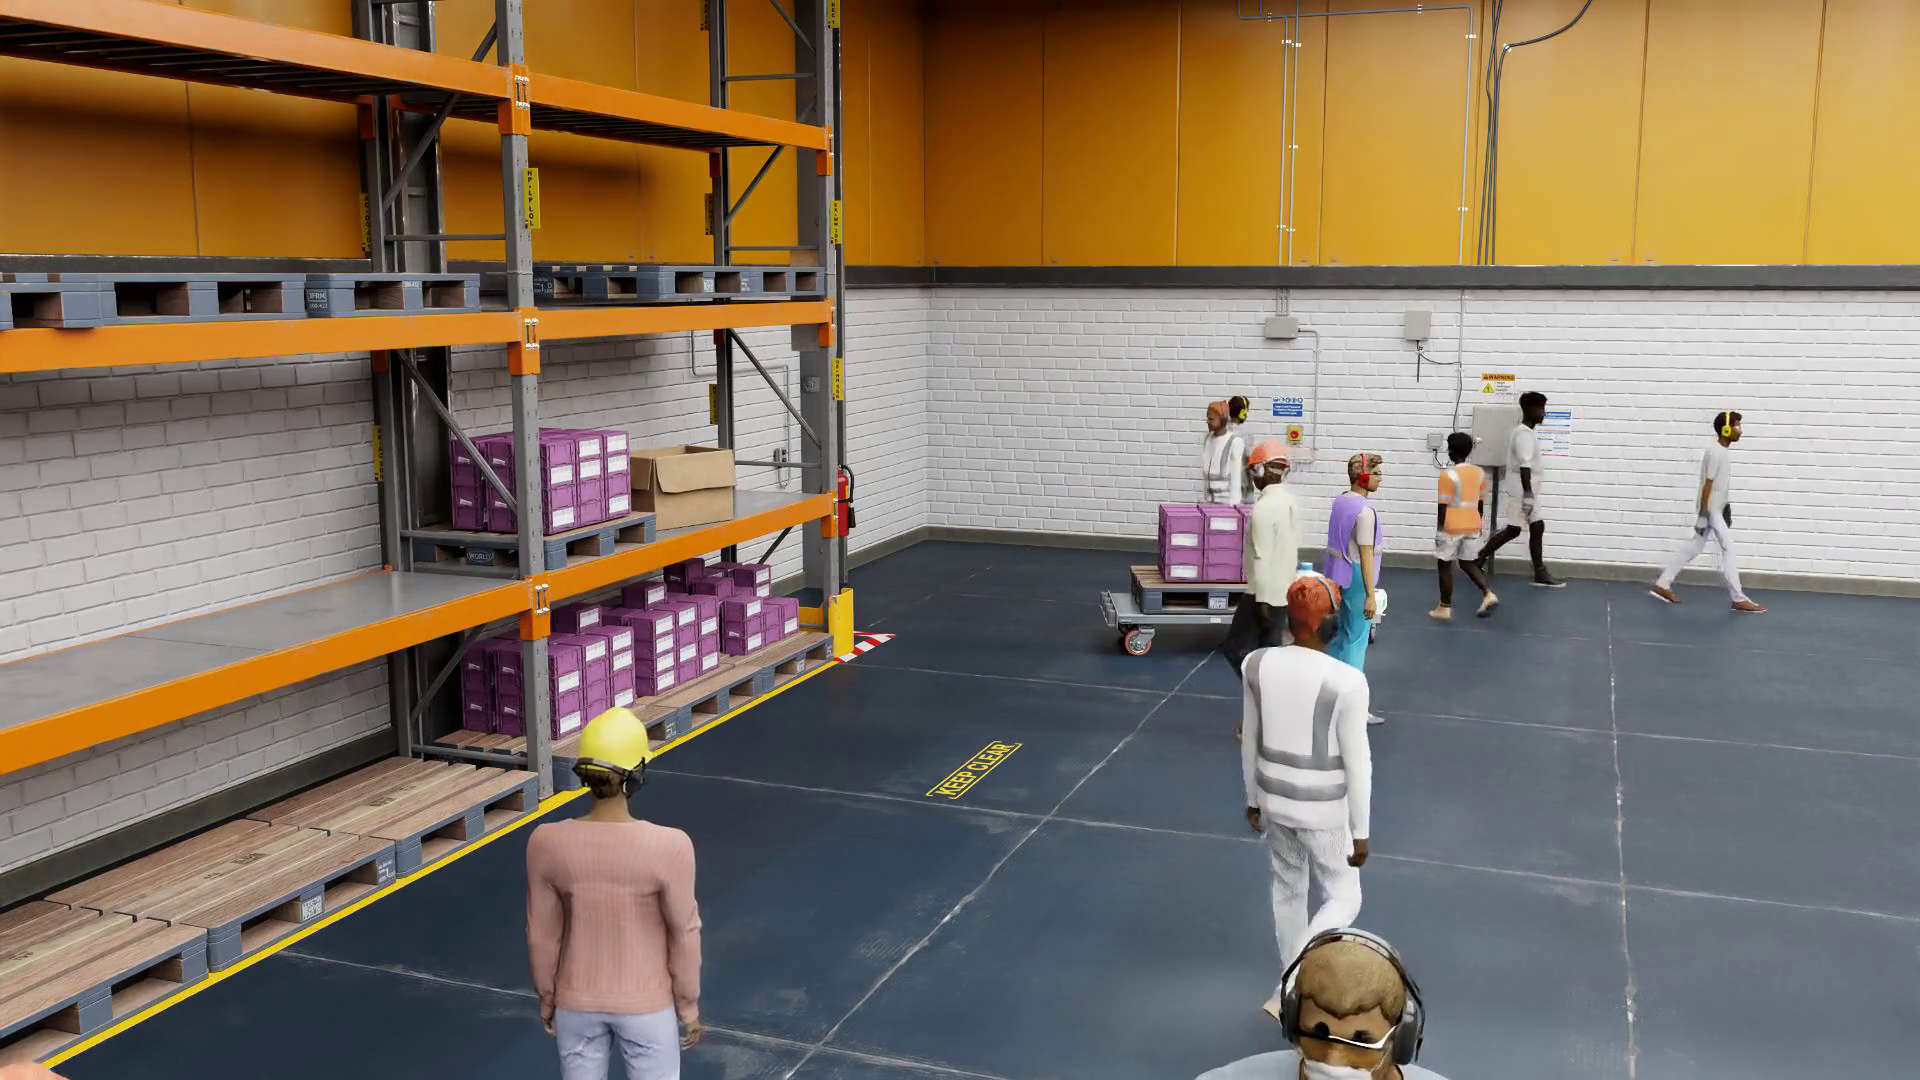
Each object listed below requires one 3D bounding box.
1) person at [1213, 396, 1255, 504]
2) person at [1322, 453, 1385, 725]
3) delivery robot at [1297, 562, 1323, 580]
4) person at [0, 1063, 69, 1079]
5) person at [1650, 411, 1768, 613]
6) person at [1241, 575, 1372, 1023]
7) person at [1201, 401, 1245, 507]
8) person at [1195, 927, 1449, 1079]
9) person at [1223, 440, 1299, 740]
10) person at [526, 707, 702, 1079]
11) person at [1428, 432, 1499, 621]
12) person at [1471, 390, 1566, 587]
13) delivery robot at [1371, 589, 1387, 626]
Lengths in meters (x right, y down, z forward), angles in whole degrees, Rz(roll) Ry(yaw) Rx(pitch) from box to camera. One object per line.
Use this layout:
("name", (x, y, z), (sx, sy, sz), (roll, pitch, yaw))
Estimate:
("person", (2.742, -0.512, 16.512), (0.566, 1.848, 0.584), (7, 12, 39))
("person", (2.667, 0.325, 11.286), (0.375, 1.843, 0.575), (-1, 9, -7))
("delivery robot", (2.977, 0.438, 14.326), (0.707, 0.478, 0.477), (-4, 10, -24))
("person", (-1.213, 1.692, 2.255), (0.631, 1.997, 1.065), (-2, 9, -11))
("person", (6.838, -0.275, 15.155), (0.995, 1.823, 0.538), (5, 10, 27))
("person", (1.362, 1.059, 6.585), (0.599, 1.871, 0.623), (9, 12, 43))
("person", (2.423, -0.367, 15.581), (0.413, 1.869, 0.580), (-5, 10, -29))
("person", (0.669, 1.602, 2.979), (0.635, 1.936, 0.354), (2, 9, 15))
("person", (1.989, 0.336, 10.846), (0.439, 1.959, 0.607), (6, 11, 33))
("person", (-1.021, 1.371, 4.966), (0.526, 1.768, 0.330), (1, 9, 7))
("person", (4.405, -0.100, 14.467), (0.558, 1.674, 0.564), (-5, 10, -29))
("person", (5.420, -0.490, 16.191), (0.927, 1.922, 0.613), (3, 10, 19))
("delivery robot", (3.175, 0.520, 13.809), (0.707, 0.478, 0.477), (1, 9, 8))
